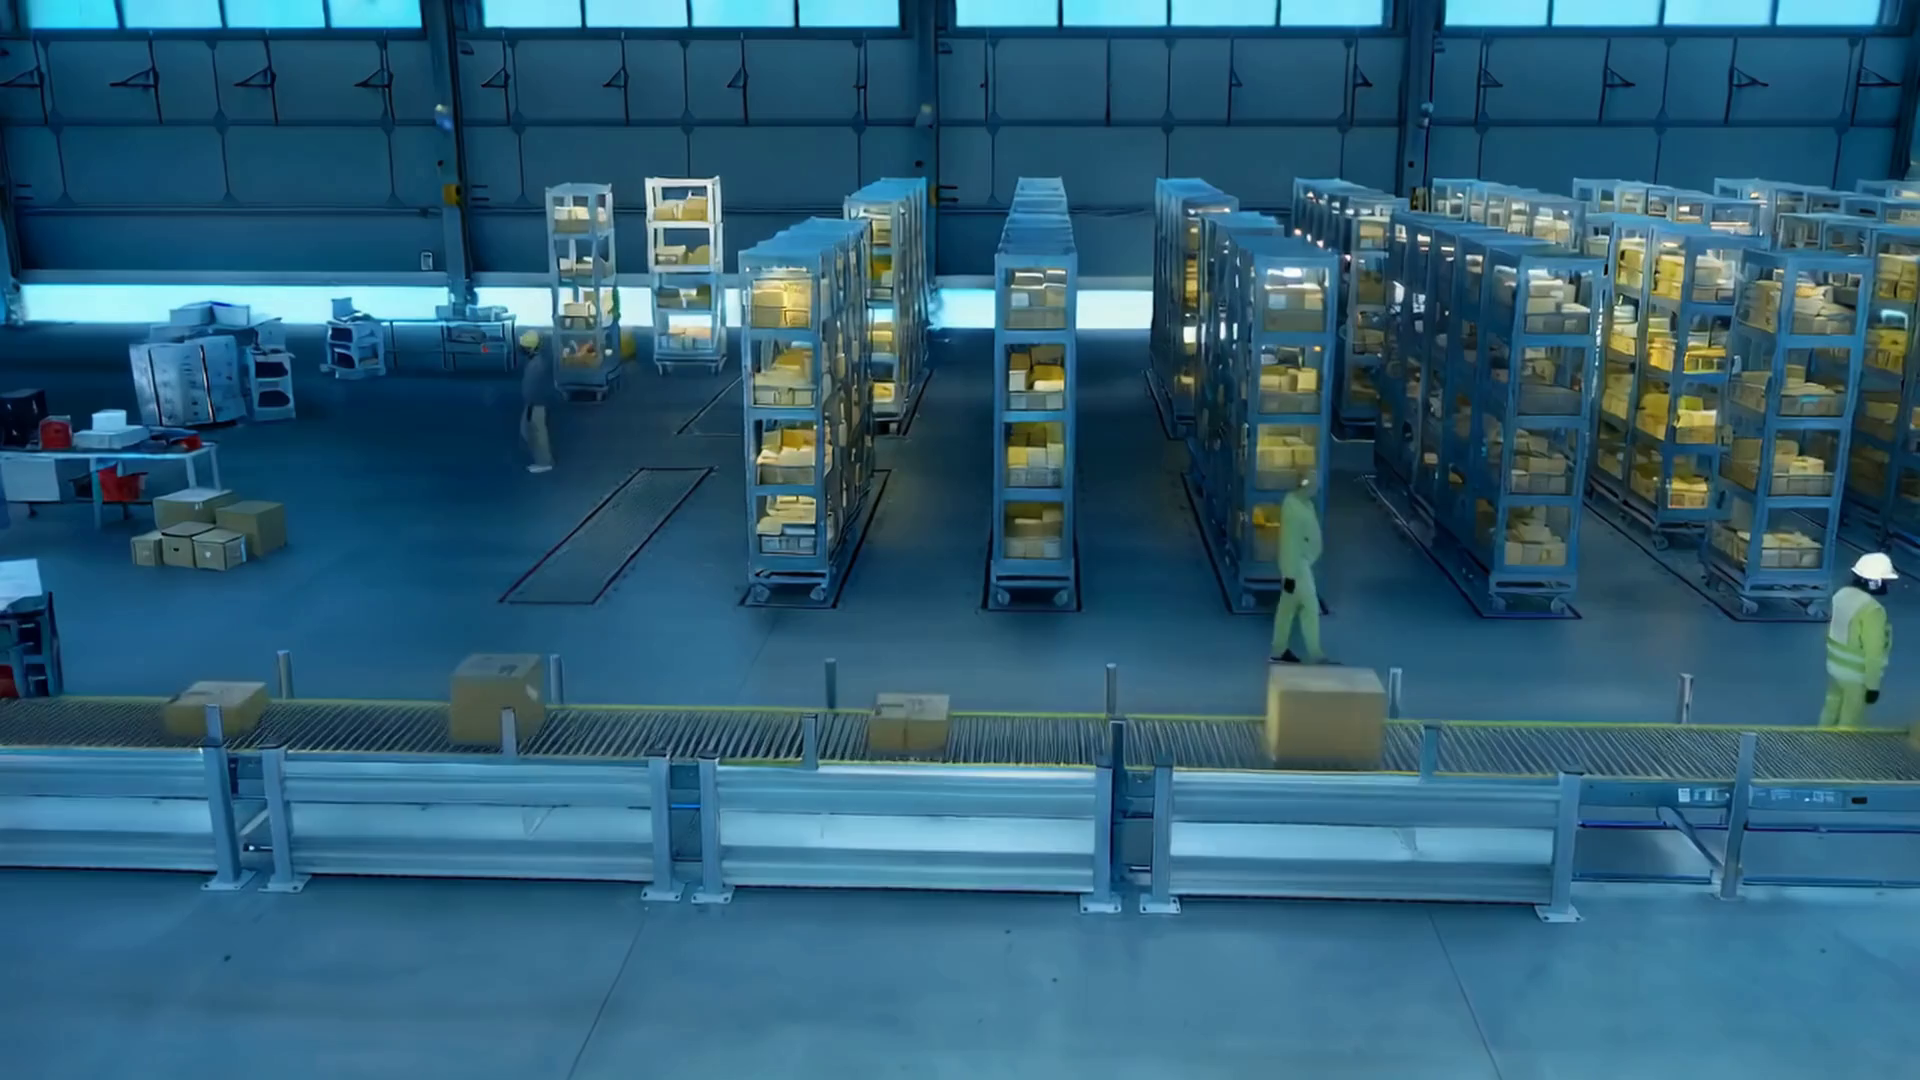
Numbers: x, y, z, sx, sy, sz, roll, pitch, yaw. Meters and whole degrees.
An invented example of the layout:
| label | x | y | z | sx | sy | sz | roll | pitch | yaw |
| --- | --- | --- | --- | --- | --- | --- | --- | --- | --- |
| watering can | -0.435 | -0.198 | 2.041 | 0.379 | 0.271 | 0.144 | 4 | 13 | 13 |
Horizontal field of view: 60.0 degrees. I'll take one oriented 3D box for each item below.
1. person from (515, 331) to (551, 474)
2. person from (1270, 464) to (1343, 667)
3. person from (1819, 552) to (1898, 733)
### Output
| label | x | y | z | sx | sy | sz | roll | pitch | yaw |
| --- | --- | --- | --- | --- | --- | --- | --- | --- | --- |
| person | -5.869 | -1.868 | 22.712 | 0.517 | 1.980 | 0.644 | -4 | 16 | -14 |
| person | 3.192 | 0.248 | 15.030 | 0.738 | 1.884 | 0.678 | 3 | 15 | 12 |
| person | 6.706 | 0.977 | 12.438 | 0.403 | 1.832 | 0.593 | 0 | 15 | -1 |
